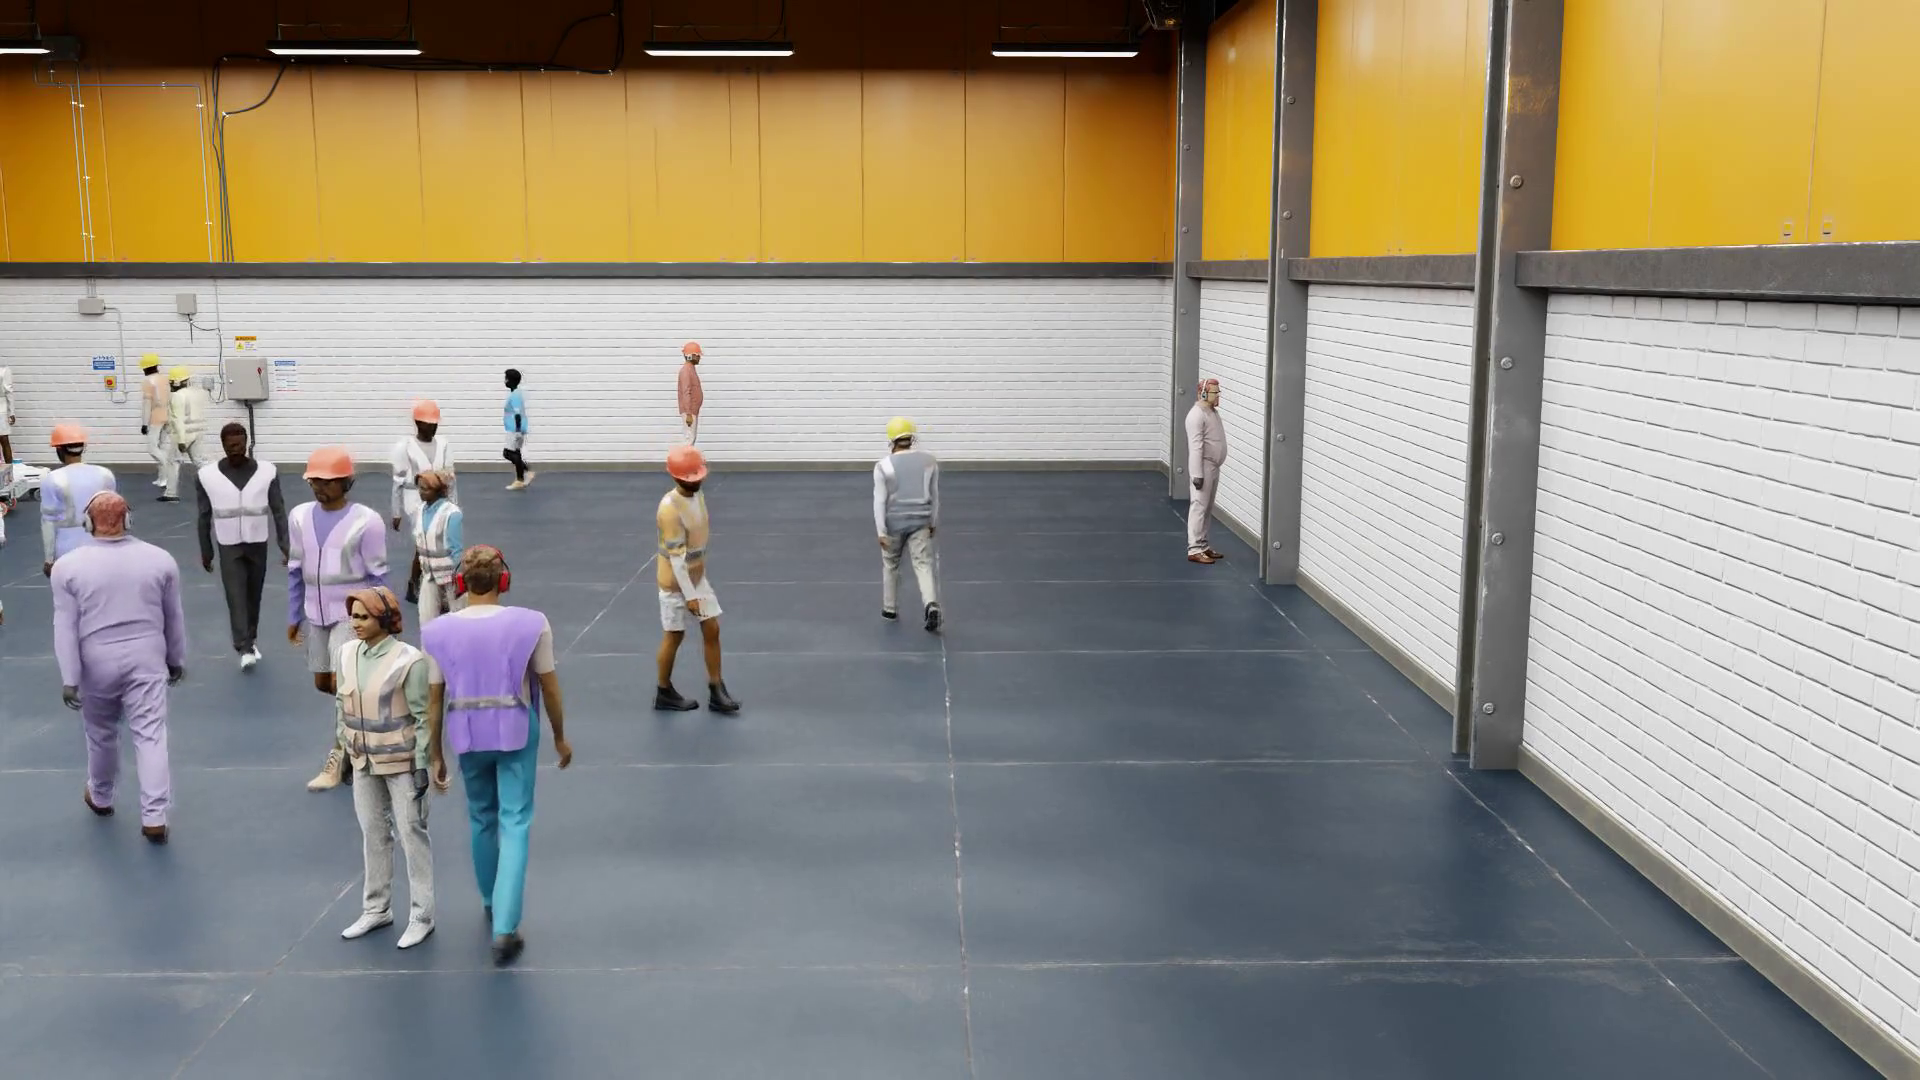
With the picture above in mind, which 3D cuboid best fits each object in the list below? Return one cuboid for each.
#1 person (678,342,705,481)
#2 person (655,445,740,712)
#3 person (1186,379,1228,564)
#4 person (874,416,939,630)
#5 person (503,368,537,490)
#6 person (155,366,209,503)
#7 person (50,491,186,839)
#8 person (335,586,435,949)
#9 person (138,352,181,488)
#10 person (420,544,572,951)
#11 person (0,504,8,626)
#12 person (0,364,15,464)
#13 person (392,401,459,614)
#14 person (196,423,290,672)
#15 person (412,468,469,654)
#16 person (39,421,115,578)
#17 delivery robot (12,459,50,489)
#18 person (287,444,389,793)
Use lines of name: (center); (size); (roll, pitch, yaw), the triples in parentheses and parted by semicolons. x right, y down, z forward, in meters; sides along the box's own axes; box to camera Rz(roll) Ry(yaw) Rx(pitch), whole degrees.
person: (-3.844, -1.842, 23.863); (0.397, 1.990, 0.623); (0, 9, -2)
person: (-1.824, 0.276, 11.210); (0.661, 1.882, 0.610); (4, 10, 25)
person: (2.567, -0.720, 17.250); (0.408, 1.906, 0.654); (4, 10, 24)
person: (-0.433, -0.144, 14.053); (0.595, 1.803, 0.834); (-3, 10, -18)
person: (-6.078, -1.504, 22.738); (0.389, 1.684, 0.538); (-2, 9, -10)
person: (-9.987, -1.364, 21.543); (0.896, 1.795, 0.603); (0, 9, 1)
person: (-4.531, 0.656, 8.988); (0.665, 1.854, 1.016); (-7, 12, -39)
person: (-2.573, 1.010, 7.458); (0.516, 1.640, 0.313); (4, 10, 25)
person: (-11.134, -1.673, 23.123); (0.459, 1.899, 0.686); (0, 9, 2)
person: (-2.086, 0.916, 7.501); (0.600, 1.814, 0.805); (-1, 9, -4)
person: (-8.297, -0.028, 13.920); (0.347, 1.605, 0.537); (7, 12, 37)
person: (-13.761, -1.815, 23.606); (0.610, 2.031, 0.425); (-4, 10, -22)
person: (-4.730, -0.301, 14.797); (1.012, 1.875, 0.554); (7, 12, 38)
person: (-5.417, 0.051, 12.622); (0.615, 1.866, 0.985); (-6, 11, -32)
person: (-3.718, 0.254, 12.177); (0.520, 1.609, 0.713); (6, 11, 31)
person: (-6.490, 0.078, 12.331); (0.540, 1.917, 0.539); (5, 10, 28)
delivery robot: (-12.276, -0.819, 21.702); (0.707, 0.478, 0.477); (-7, 12, -38)
person: (-3.668, 0.420, 9.922); (0.617, 2.024, 0.848); (3, 10, 17)
